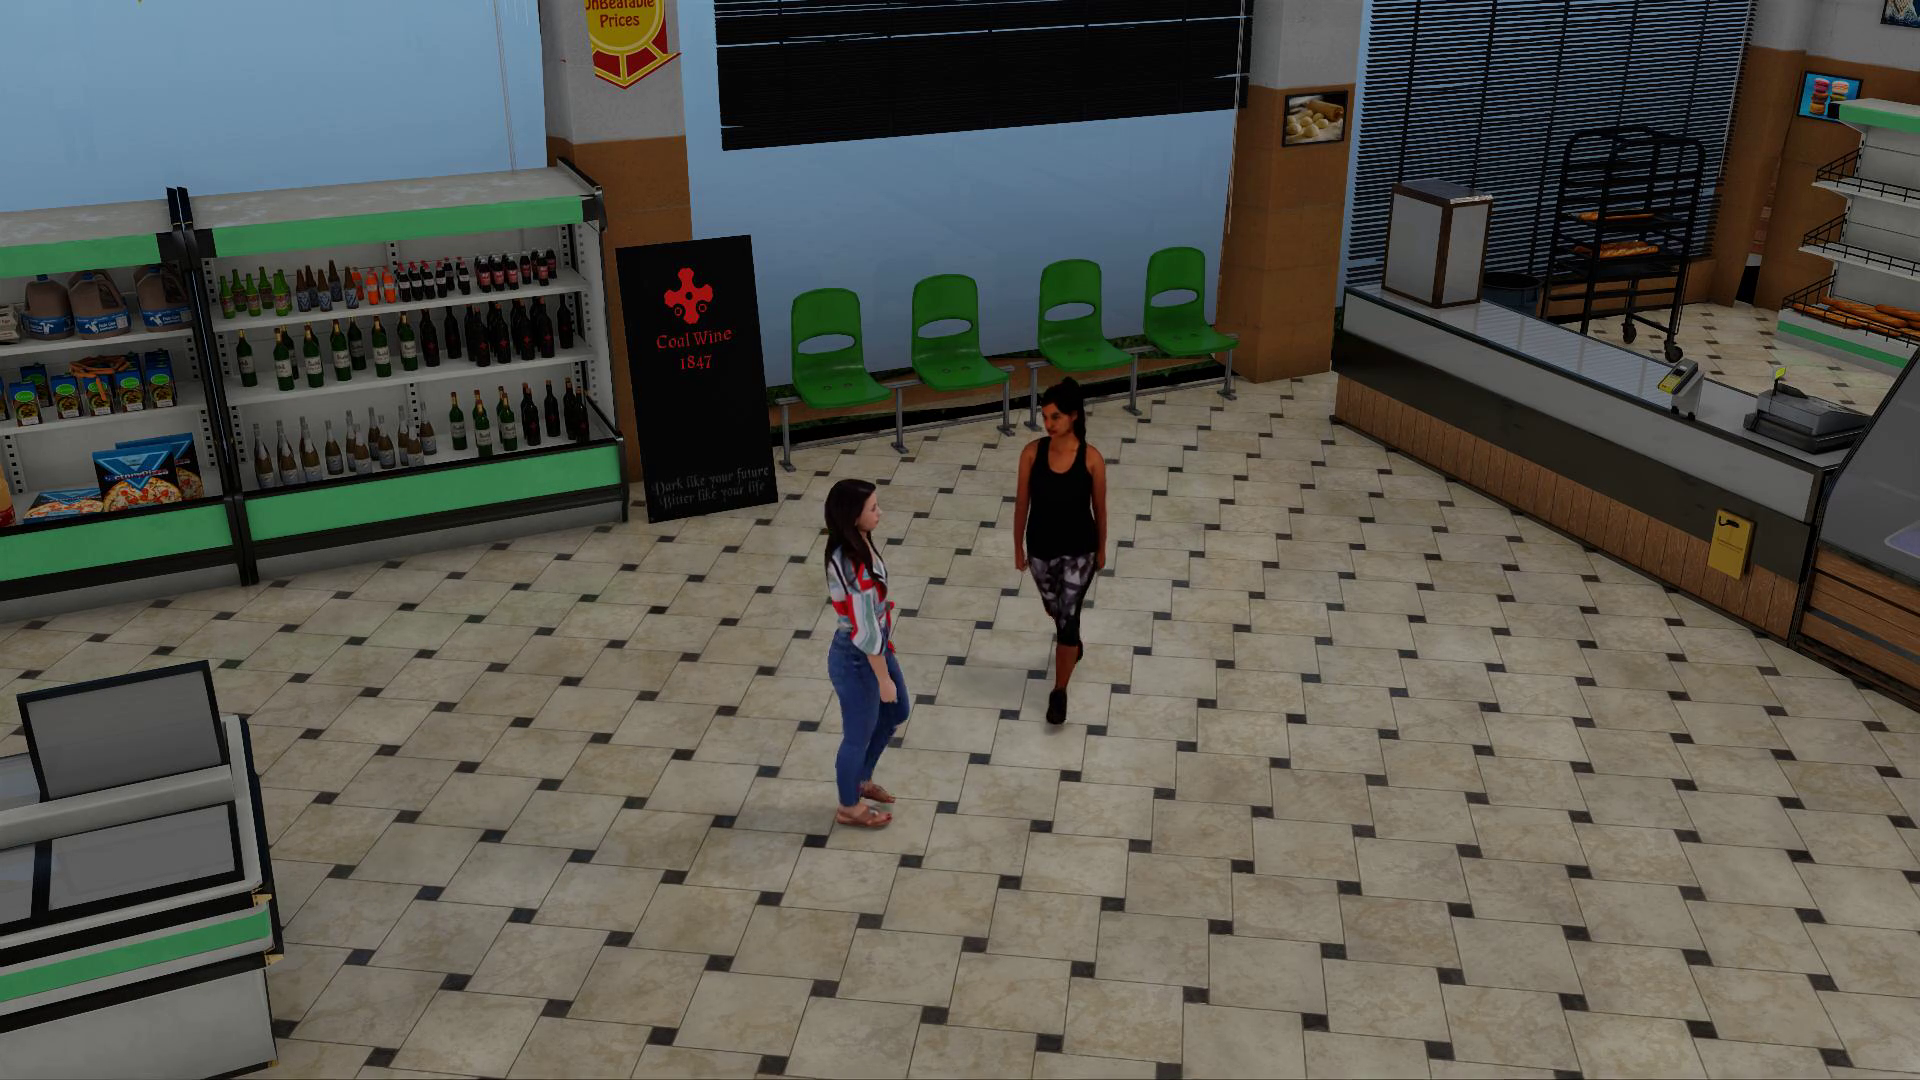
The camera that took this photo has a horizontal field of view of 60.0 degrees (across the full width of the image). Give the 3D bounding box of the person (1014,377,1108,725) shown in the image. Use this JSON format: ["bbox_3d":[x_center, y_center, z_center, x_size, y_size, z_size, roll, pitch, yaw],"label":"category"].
[{"bbox_3d":[0.508,0.003,8.081,1.091,1.633,1.082,6,24,12],"label":"person"}]

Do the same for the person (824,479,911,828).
[{"bbox_3d":[-0.491,0.503,6.975,0.709,1.604,0.693,2,24,3],"label":"person"}]
